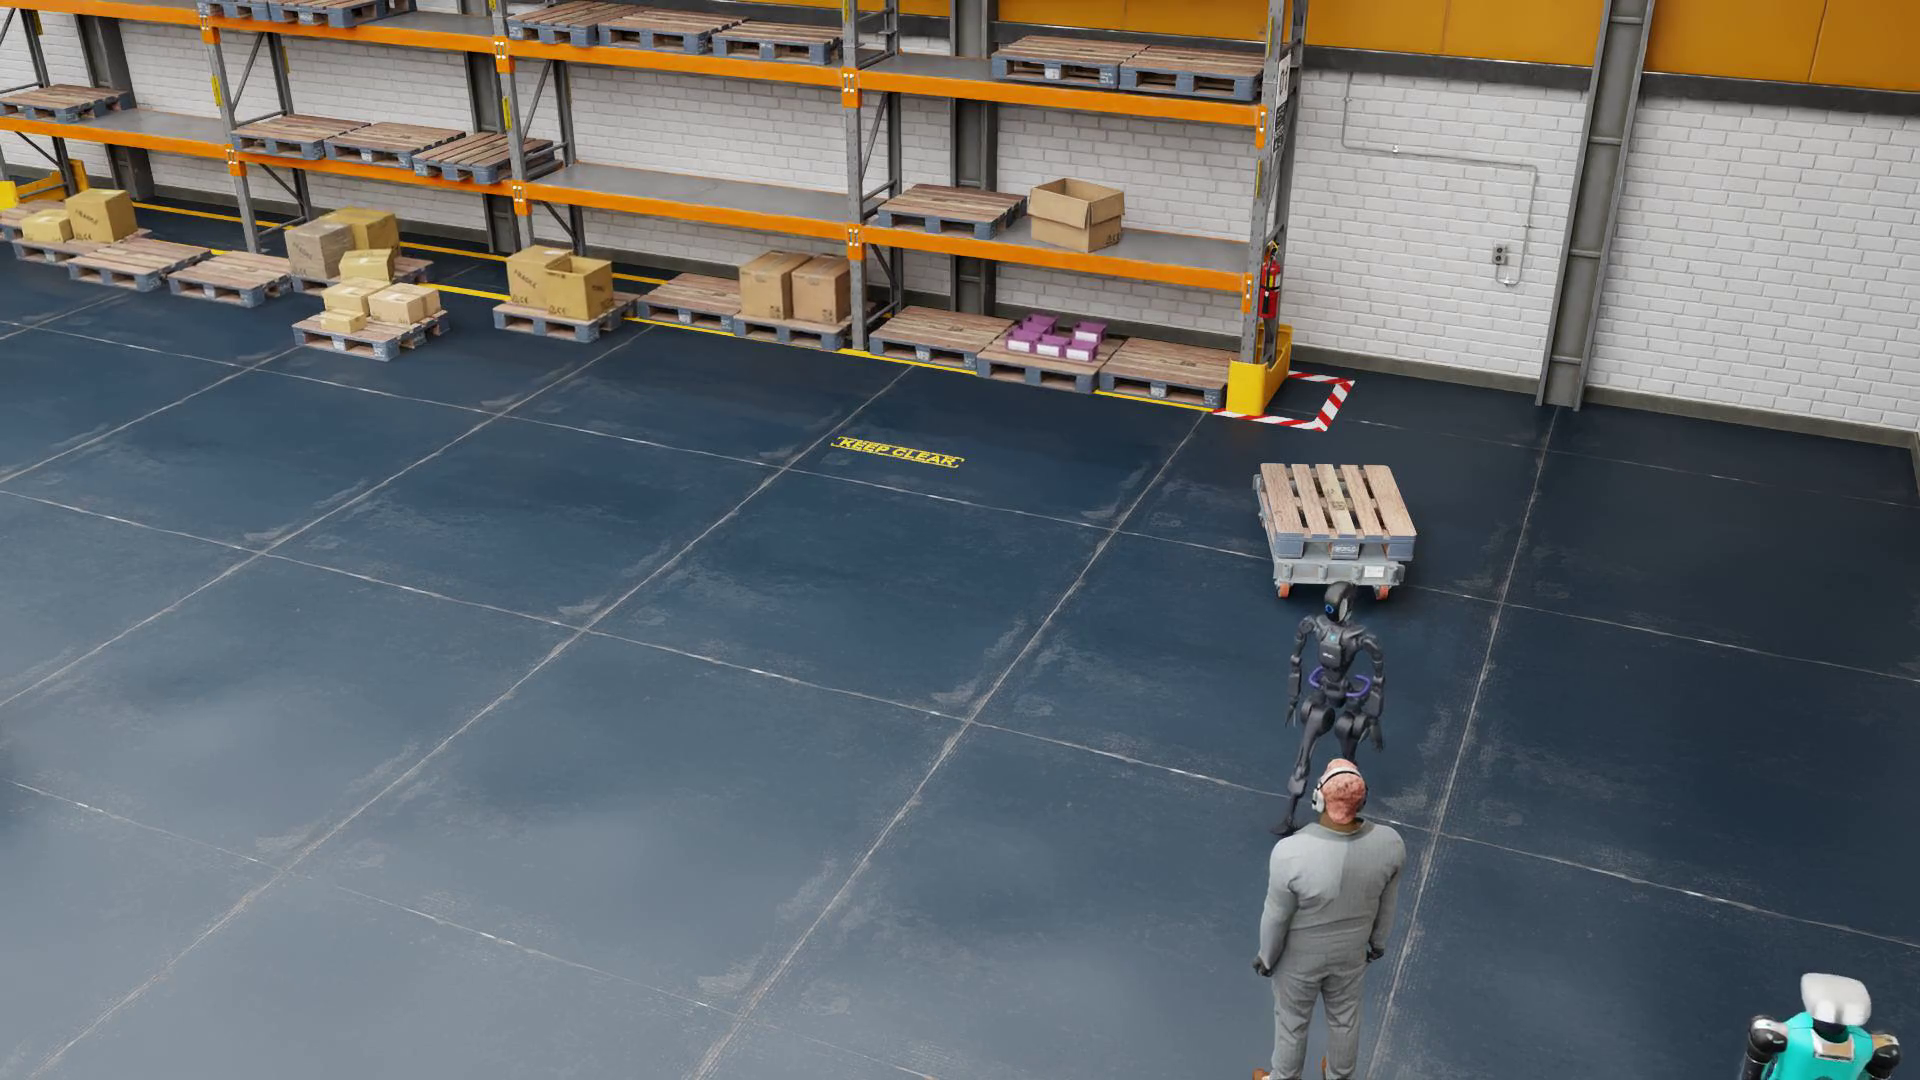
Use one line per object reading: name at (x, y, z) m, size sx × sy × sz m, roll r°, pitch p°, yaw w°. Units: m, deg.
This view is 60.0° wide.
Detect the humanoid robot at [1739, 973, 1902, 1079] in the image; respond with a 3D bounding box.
humanoid robot at (3.312, 2.350, 6.813) m, size 0.530 × 1.805 × 0.800 m, roll 5°, pitch 28°, yaw 10°

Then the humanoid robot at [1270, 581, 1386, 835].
humanoid robot at (2.147, 0.986, 9.532) m, size 0.615 × 1.626 × 0.760 m, roll 17°, pitch 32°, yaw 30°

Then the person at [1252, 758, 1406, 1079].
person at (1.648, 1.826, 7.607) m, size 0.654 × 1.905 × 0.411 m, roll -6°, pitch 28°, yaw -11°
